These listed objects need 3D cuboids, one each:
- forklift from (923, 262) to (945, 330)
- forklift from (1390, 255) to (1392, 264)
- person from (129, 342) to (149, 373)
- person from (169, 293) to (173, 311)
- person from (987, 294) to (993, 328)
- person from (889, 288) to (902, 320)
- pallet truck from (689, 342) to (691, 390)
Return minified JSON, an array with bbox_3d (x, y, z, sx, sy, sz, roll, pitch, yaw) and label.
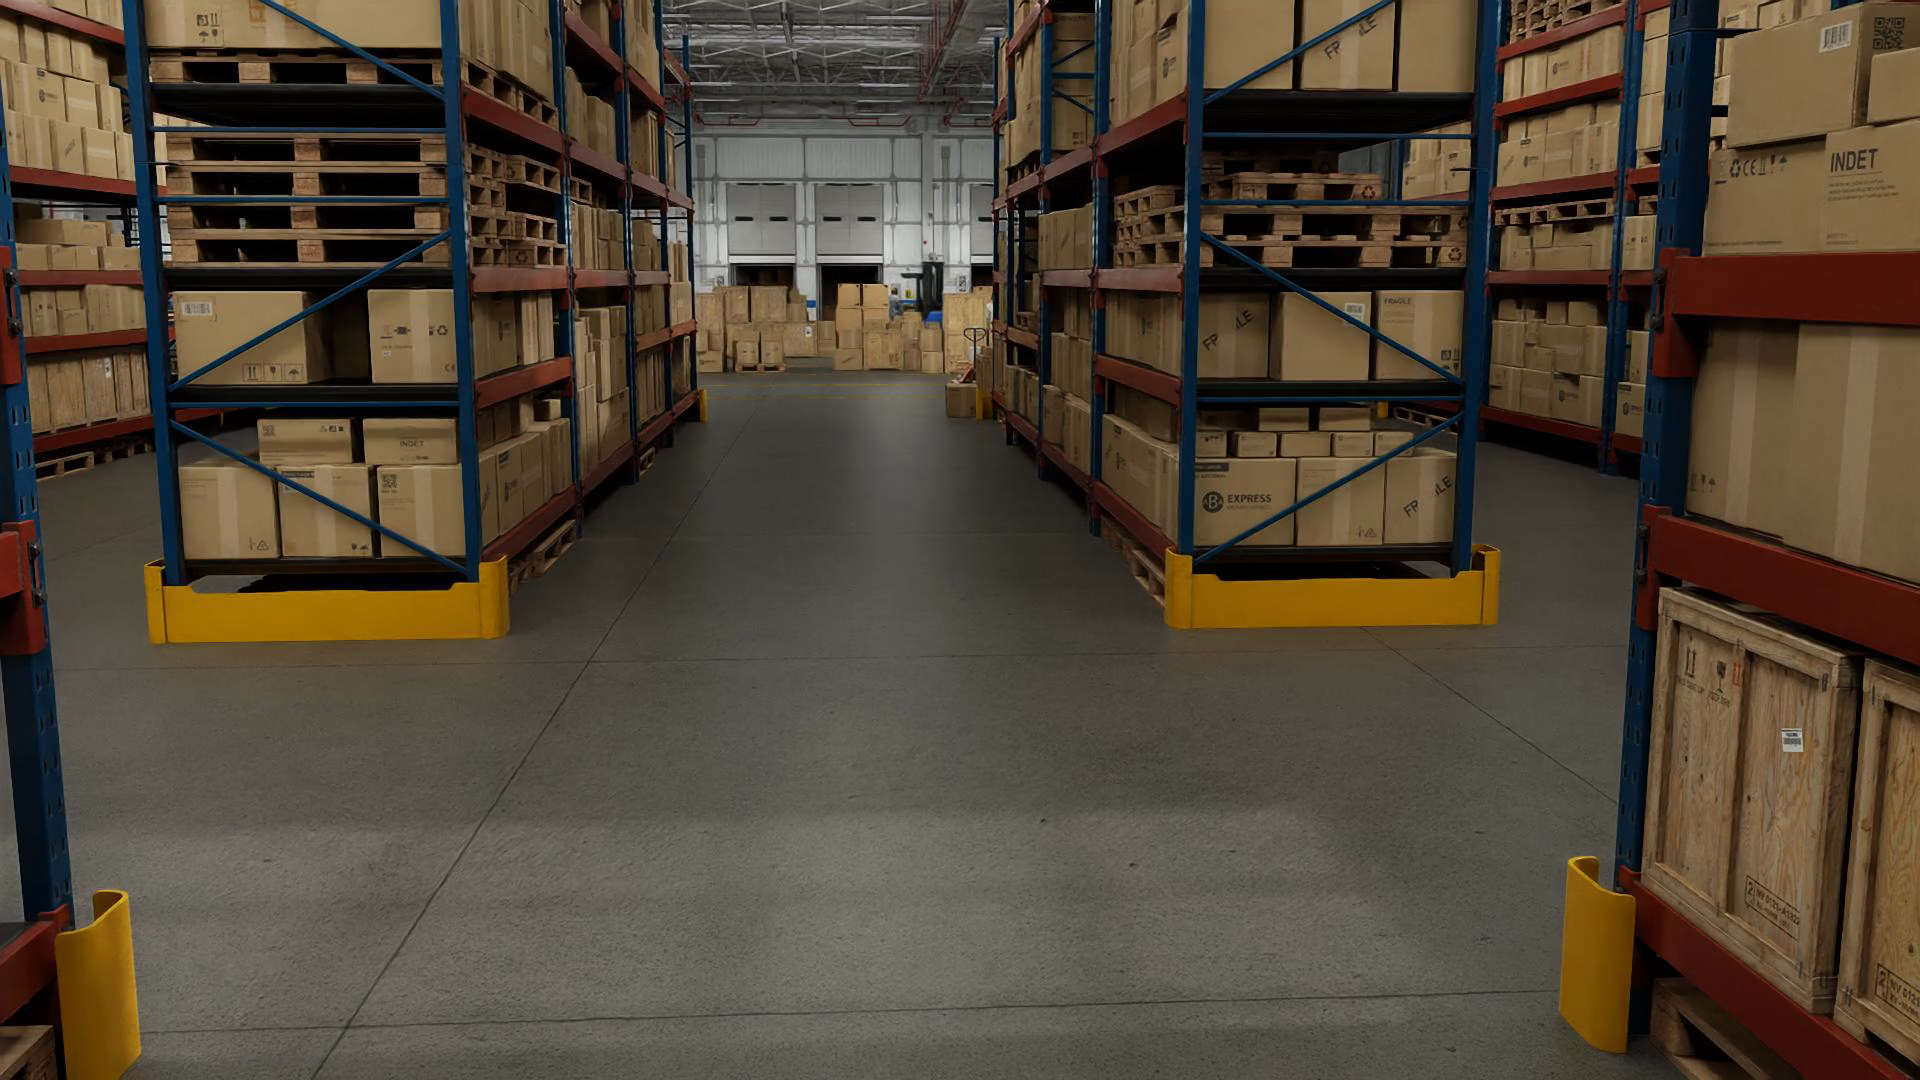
[{"bbox_3d":[-0.903,-8.307,57.993,1.873,2.768,1.129,5,11,31],"label":"forklift"},{"bbox_3d":[10.506,-5.271,38.929,1.129,2.768,1.873,-1,9,-4],"label":"forklift"},{"bbox_3d":[-13.656,-3.085,27.985,0.626,1.988,0.384,-1,9,-8],"label":"person"},{"bbox_3d":[-27.428,-7.878,58.443,0.362,1.887,0.743,4,10,25],"label":"person"},{"bbox_3d":[0.936,-5.552,43.688,0.625,1.930,0.380,0,9,-2],"label":"person"},{"bbox_3d":[-2.299,-7.827,57.976,0.635,1.928,0.383,4,10,22],"label":"person"},{"bbox_3d":[-5.225,-3.008,27.480,1.885,1.965,0.823,2,9,14],"label":"pallet truck"}]
